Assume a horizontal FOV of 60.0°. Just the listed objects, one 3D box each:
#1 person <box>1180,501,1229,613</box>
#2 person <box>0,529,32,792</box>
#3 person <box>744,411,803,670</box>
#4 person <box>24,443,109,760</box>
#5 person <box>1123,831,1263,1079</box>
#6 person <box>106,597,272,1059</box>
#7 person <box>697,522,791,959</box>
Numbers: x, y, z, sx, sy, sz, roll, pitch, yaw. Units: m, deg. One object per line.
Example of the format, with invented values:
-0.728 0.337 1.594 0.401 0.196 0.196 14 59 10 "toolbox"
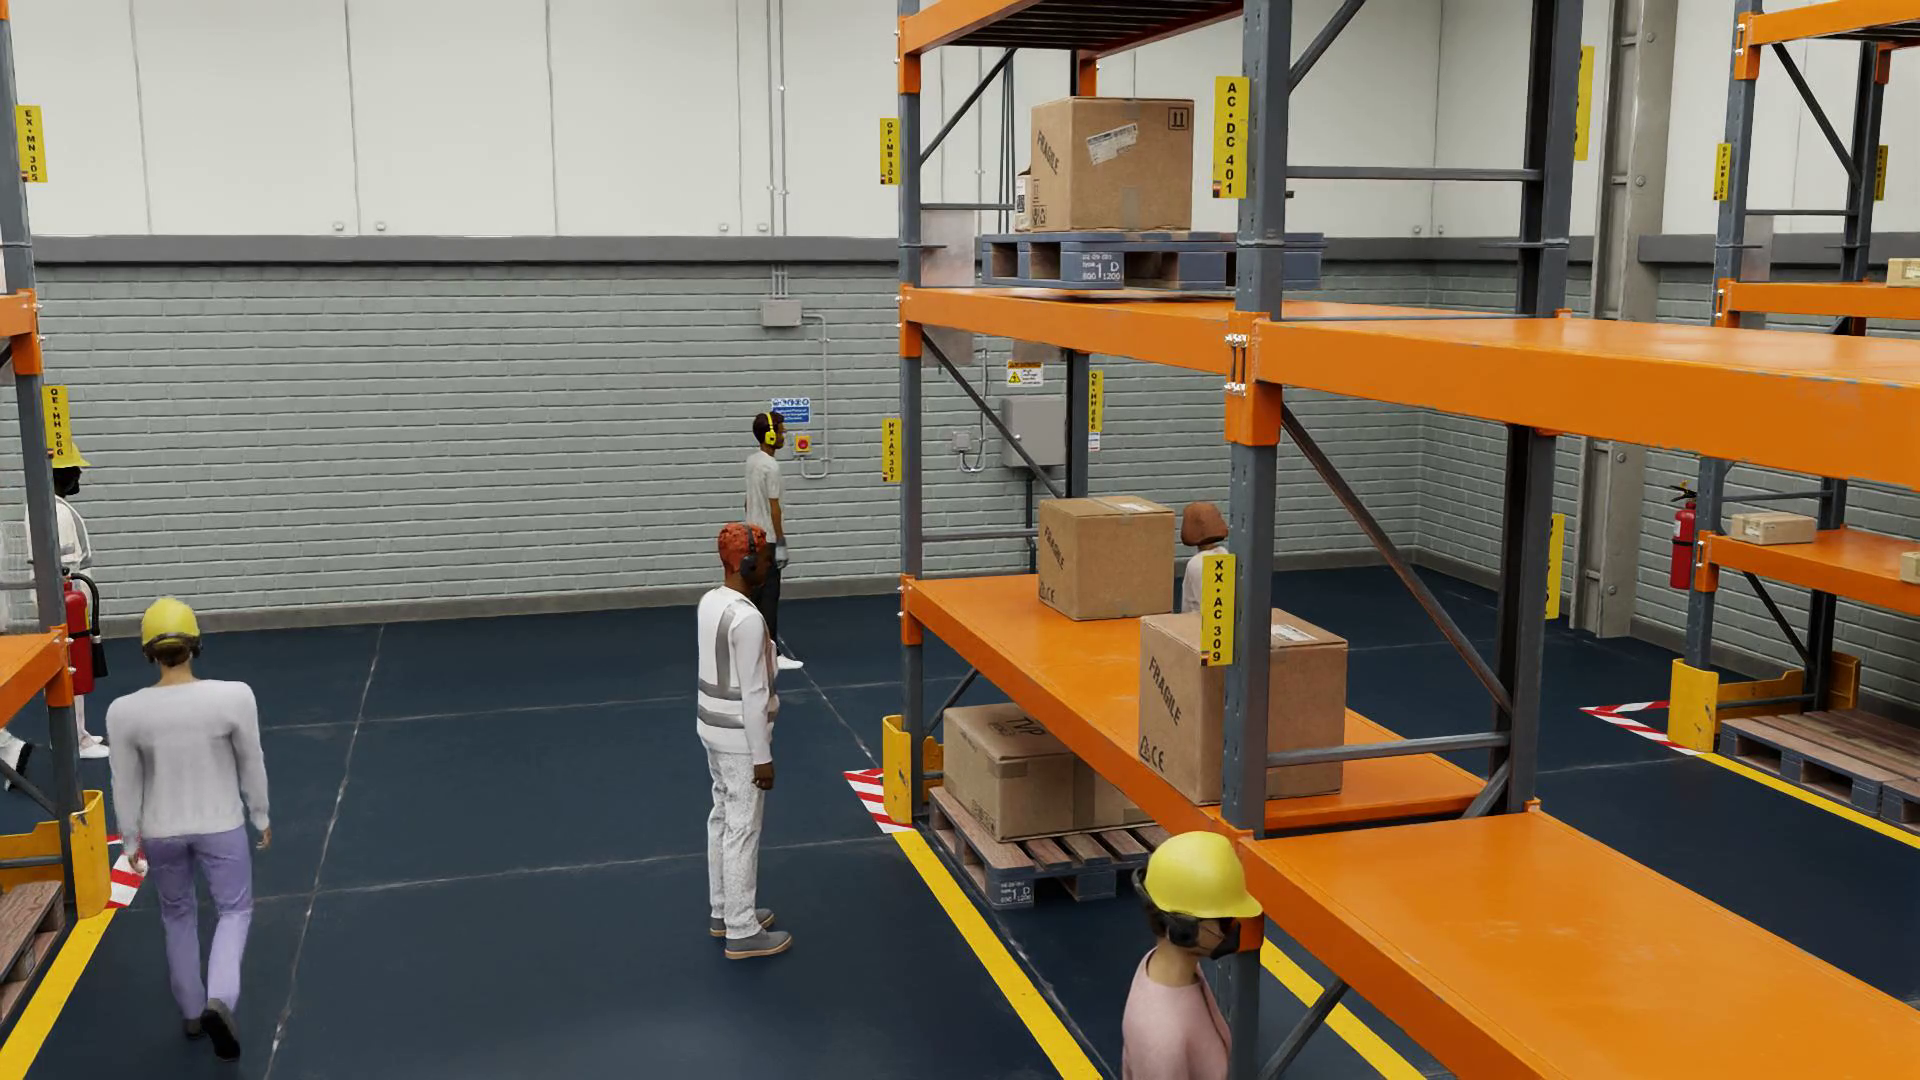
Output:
1.371 0.591 9.365 0.268 1.631 0.507 5 11 27 "person"
-5.538 0.492 9.244 0.767 1.880 0.645 2 10 9 "person"
-1.384 0.003 12.041 0.334 1.873 0.521 -5 11 -28 "person"
-5.322 0.348 9.909 0.368 1.928 0.585 -9 13 -41 "person"
0.498 1.507 3.796 0.336 1.757 0.518 2 10 13 "person"
-2.878 1.086 6.217 0.534 1.744 0.626 -3 10 -16 "person"
-0.947 0.855 7.171 0.359 1.880 0.575 -5 11 -26 "person"
